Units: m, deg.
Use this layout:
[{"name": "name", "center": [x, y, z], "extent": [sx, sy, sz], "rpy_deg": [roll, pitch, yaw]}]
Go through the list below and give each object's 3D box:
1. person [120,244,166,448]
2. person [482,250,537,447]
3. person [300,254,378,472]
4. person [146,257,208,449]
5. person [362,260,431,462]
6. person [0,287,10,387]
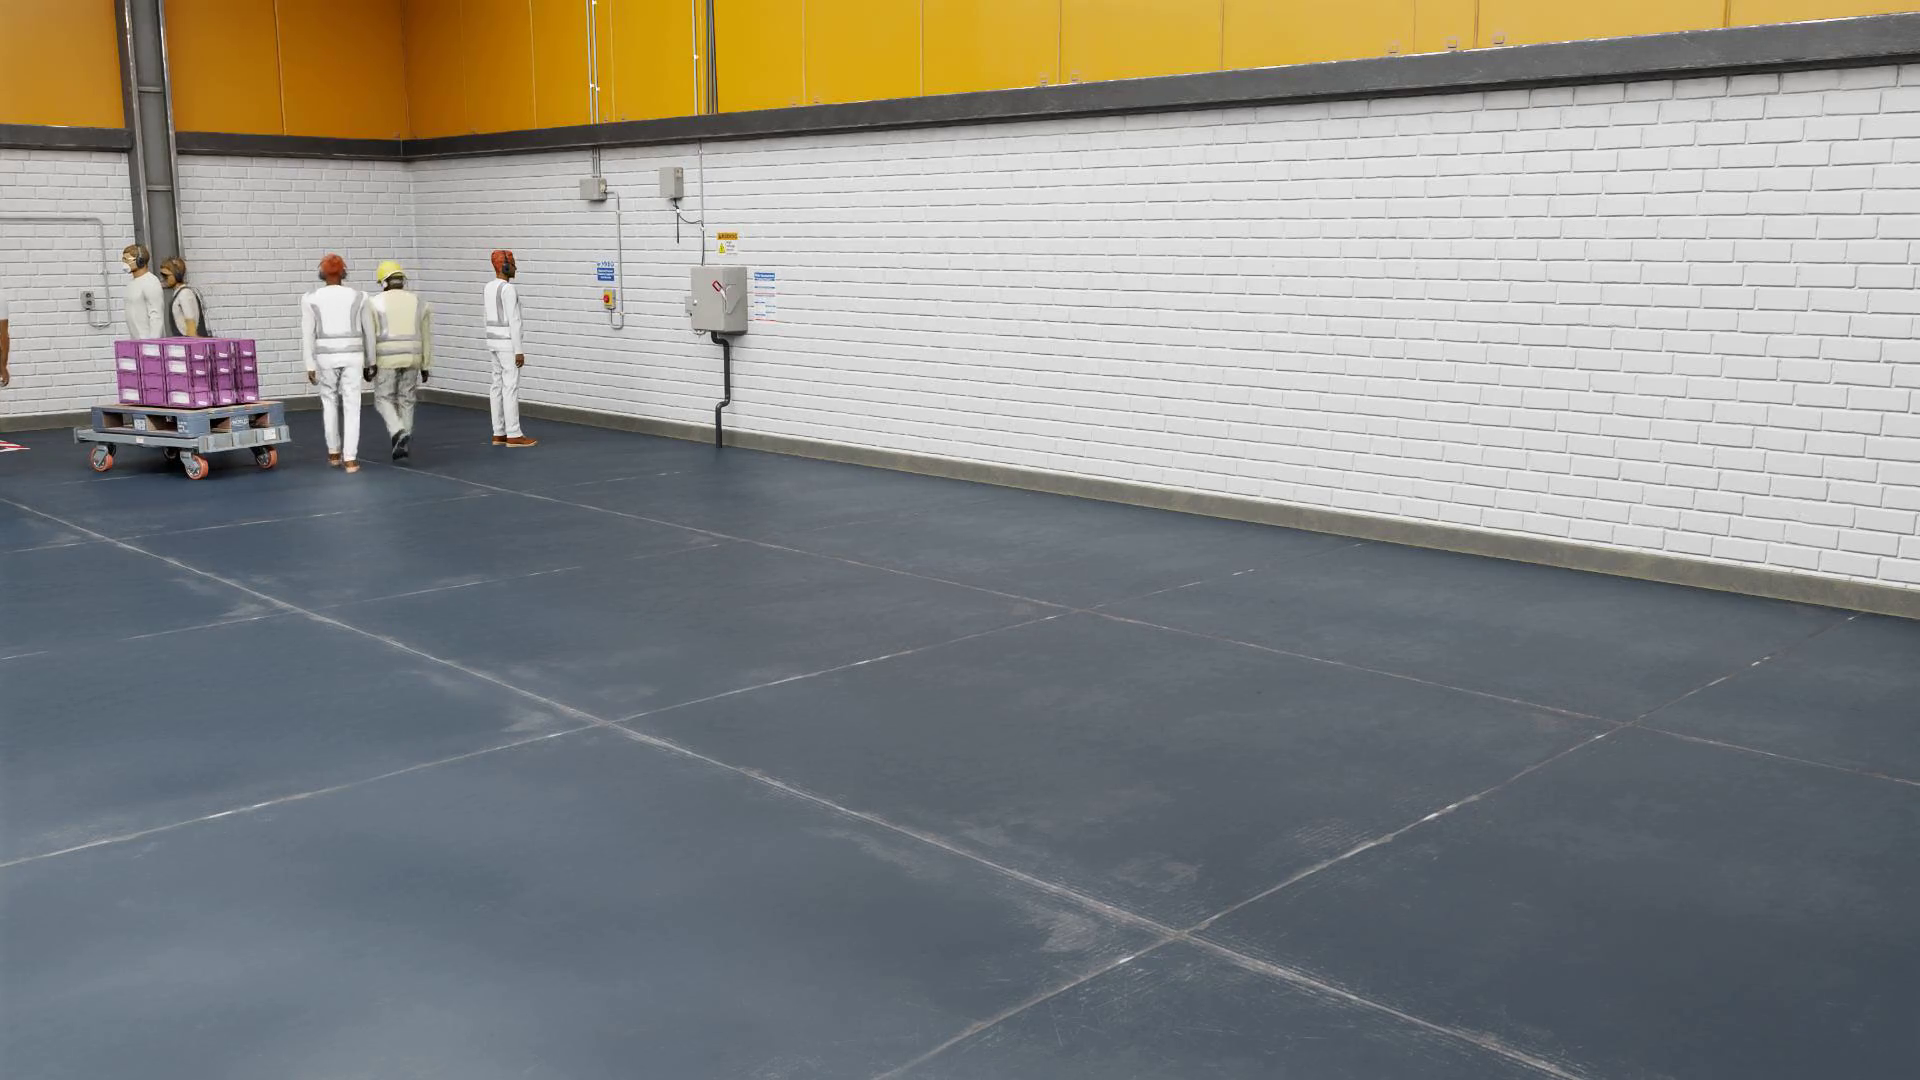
[{"name": "person", "center": [-7.816, -1.858, 15.957], "extent": [0.630, 1.940, 0.372], "rpy_deg": [10, 15, 44]}, {"name": "person", "center": [-4.352, -1.832, 15.968], "extent": [0.356, 1.883, 0.572], "rpy_deg": [-9, 14, -42]}, {"name": "person", "center": [-5.380, -1.541, 14.473], "extent": [0.591, 1.851, 0.847], "rpy_deg": [-3, 11, -16]}, {"name": "person", "center": [-7.413, -1.755, 15.745], "extent": [0.844, 1.803, 0.560], "rpy_deg": [-3, 11, -16]}, {"name": "person", "center": [-4.992, -1.576, 14.802], "extent": [0.627, 1.797, 0.618], "rpy_deg": [-8, 13, -37]}, {"name": "person", "center": [-8.012, -1.440, 13.396], "extent": [0.680, 2.000, 0.539], "rpy_deg": [-6, 12, -28]}]
